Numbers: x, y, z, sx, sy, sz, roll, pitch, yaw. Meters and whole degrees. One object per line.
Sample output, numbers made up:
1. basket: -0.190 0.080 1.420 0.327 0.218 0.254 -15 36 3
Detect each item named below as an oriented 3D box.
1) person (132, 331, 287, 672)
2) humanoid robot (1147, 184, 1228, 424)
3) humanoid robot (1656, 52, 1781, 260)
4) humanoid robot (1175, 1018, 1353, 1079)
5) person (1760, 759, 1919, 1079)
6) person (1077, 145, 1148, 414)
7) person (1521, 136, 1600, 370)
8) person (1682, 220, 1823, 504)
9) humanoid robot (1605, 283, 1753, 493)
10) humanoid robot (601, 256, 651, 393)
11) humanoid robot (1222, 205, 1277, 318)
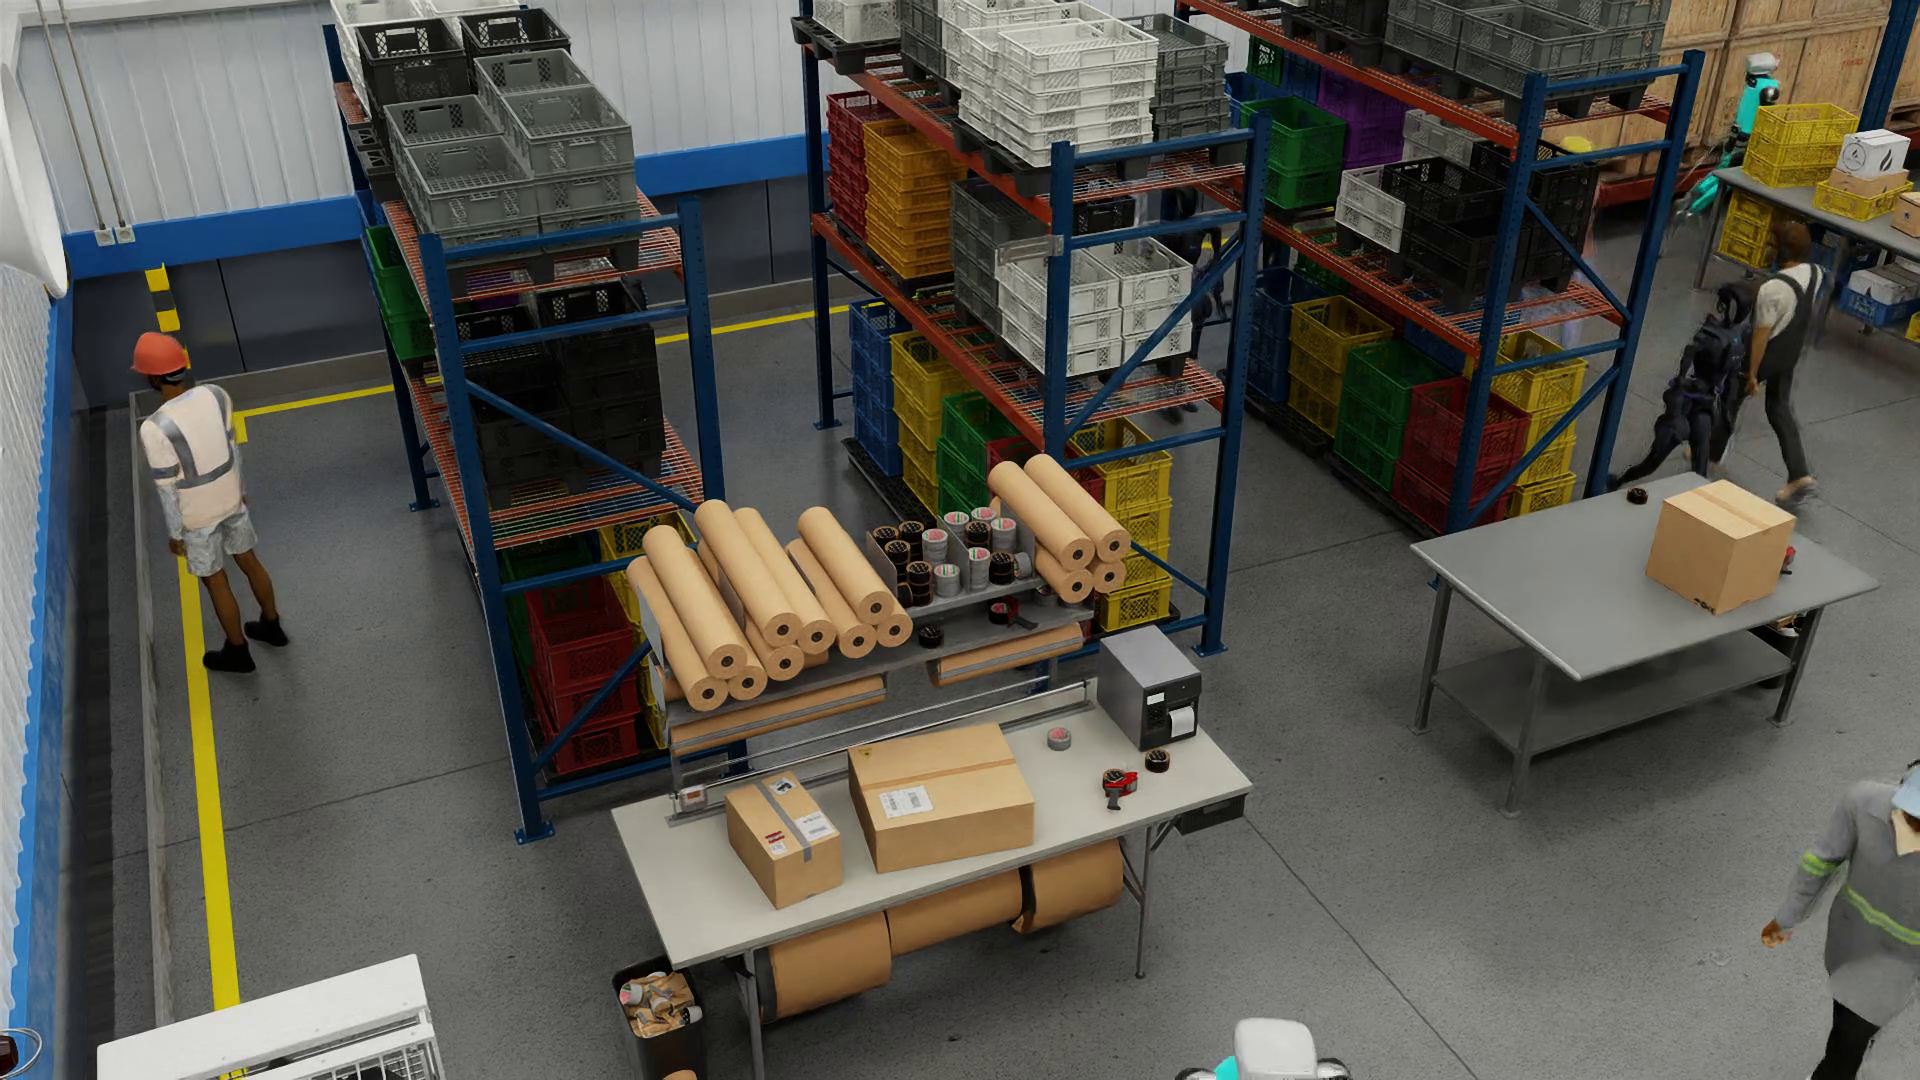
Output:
1. person: -3.952 -0.193 8.696 0.363 1.934 0.551 12 34 19
2. humanoid robot: 1.542 -1.589 11.212 0.591 1.651 0.471 -9 33 -15
3. humanoid robot: 6.094 -3.066 13.627 0.808 1.845 0.560 4 32 7
4. humanoid robot: 0.902 2.320 4.847 0.550 1.824 0.909 -4 32 -6
5. person: 3.256 1.506 6.050 0.887 1.815 0.600 -15 35 -23
6. person: 1.034 -1.803 11.220 0.608 2.033 0.401 -21 37 -30
7. person: 4.245 -2.022 11.833 0.544 1.749 0.548 -16 35 -24
8. person: 5.053 -1.105 10.300 0.526 1.806 0.900 -13 34 -20
9. humanoid robot: 4.351 -0.804 9.989 0.600 1.632 0.786 -17 35 -25
10. humanoid robot: -2.037 -1.054 10.325 0.315 1.657 0.599 -6 32 -10
11. humanoid robot: 2.320 -2.439 12.602 0.453 1.639 0.608 -7 32 -12
